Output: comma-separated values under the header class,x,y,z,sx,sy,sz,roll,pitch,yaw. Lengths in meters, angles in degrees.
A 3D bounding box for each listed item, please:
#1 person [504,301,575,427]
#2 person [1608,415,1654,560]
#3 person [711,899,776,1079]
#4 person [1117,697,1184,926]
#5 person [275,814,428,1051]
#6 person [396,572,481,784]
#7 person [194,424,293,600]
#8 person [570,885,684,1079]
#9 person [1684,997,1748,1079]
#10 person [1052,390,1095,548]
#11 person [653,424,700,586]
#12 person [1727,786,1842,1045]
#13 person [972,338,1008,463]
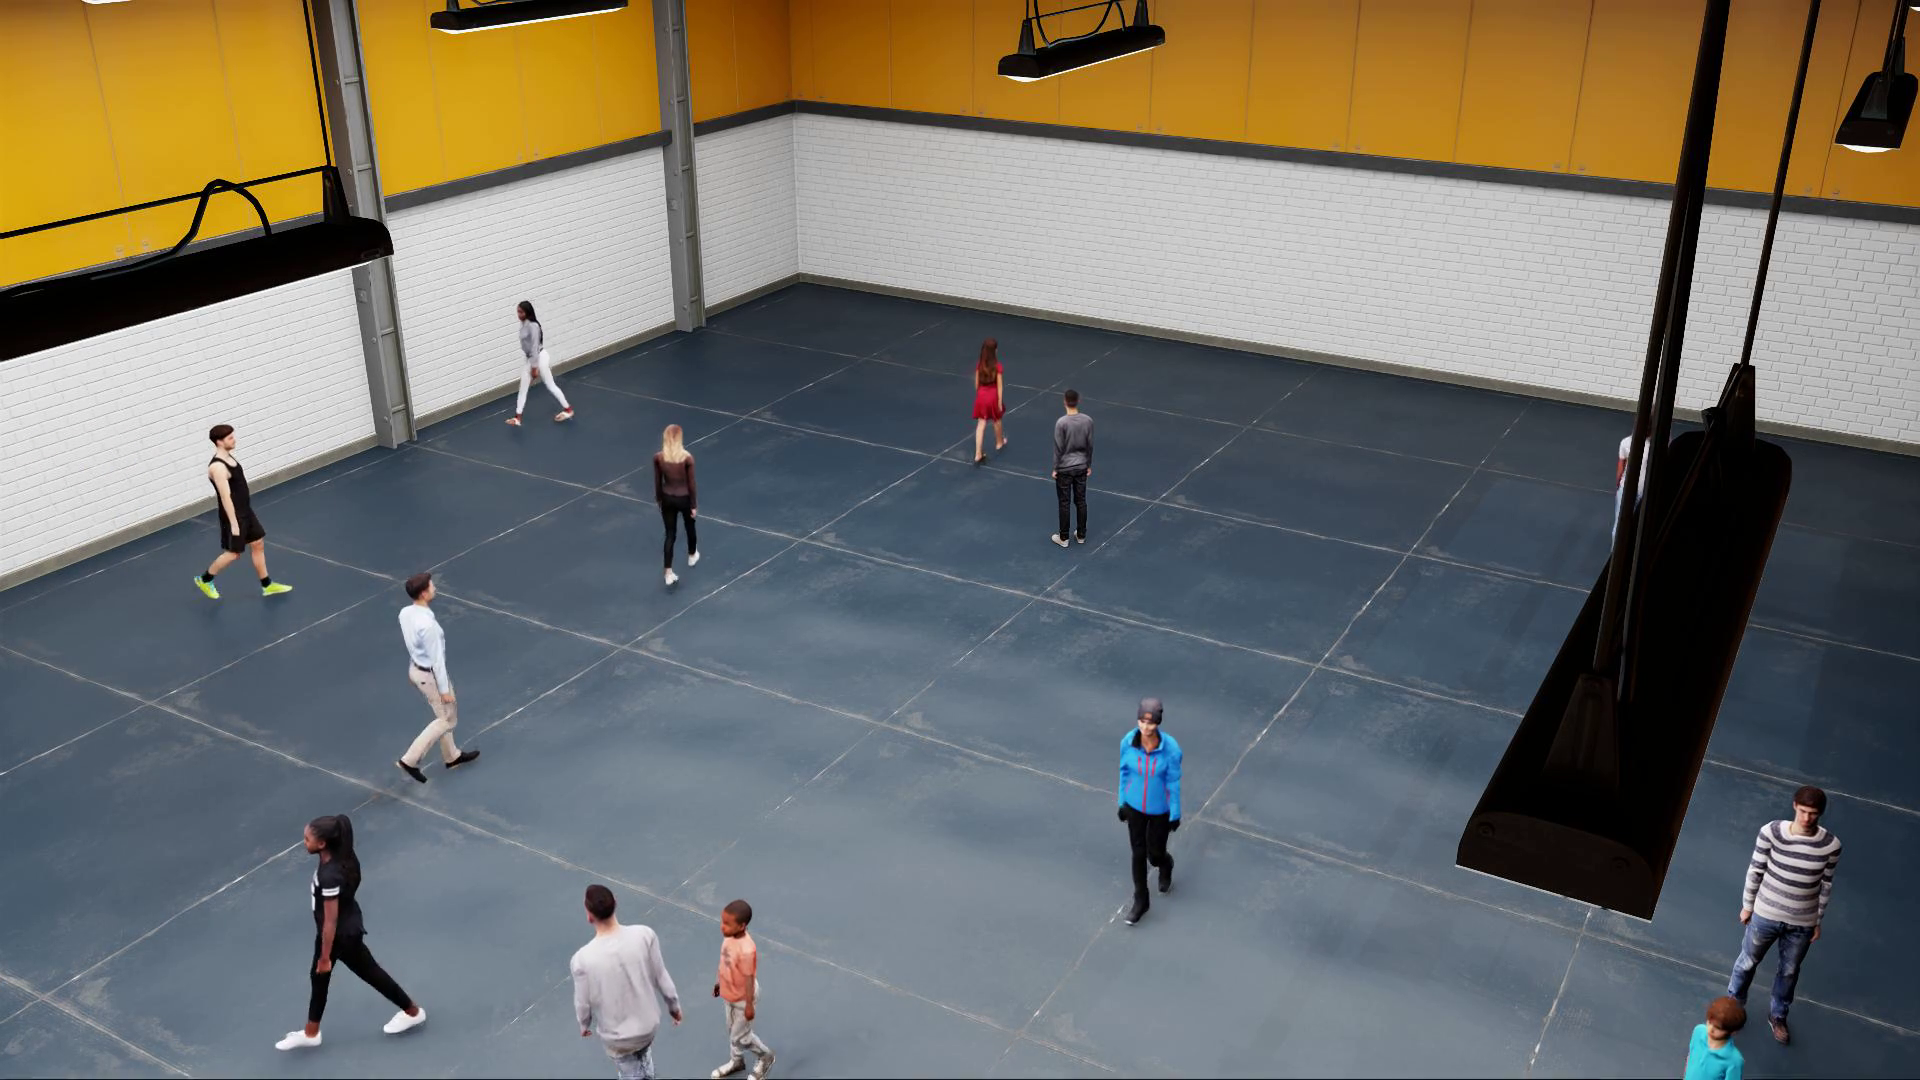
class,x,y,z,sx,sy,sz,roll,pitch,yaw
person,-5.430,-2.300,21.653,1.255,1.674,0.930,-15,28,-30
person,7.159,-0.523,17.573,0.589,1.685,1.093,14,27,28
person,-1.344,2.808,10.428,0.722,1.305,0.649,-12,26,-26
person,1.394,1.892,11.921,0.646,1.790,0.838,14,27,29
person,-3.852,2.518,10.620,1.226,1.683,1.090,-9,25,-19
person,-4.385,1.149,13.578,1.072,1.823,0.818,-21,31,-40
person,-7.368,-0.248,16.722,1.196,1.864,1.175,-4,24,-10
person,-1.903,2.863,9.683,1.008,1.801,1.041,-12,26,-26
person,4.294,3.172,9.448,0.952,1.423,0.825,-11,26,-23
person,1.214,-0.790,18.090,0.671,1.761,0.757,-9,25,-20
person,-2.954,-0.337,17.175,0.910,1.664,1.182,3,24,7
person,5.310,2.381,10.719,0.683,1.855,0.588,8,25,18
person,0.319,-1.697,20.476,0.634,1.511,1.058,10,25,21
